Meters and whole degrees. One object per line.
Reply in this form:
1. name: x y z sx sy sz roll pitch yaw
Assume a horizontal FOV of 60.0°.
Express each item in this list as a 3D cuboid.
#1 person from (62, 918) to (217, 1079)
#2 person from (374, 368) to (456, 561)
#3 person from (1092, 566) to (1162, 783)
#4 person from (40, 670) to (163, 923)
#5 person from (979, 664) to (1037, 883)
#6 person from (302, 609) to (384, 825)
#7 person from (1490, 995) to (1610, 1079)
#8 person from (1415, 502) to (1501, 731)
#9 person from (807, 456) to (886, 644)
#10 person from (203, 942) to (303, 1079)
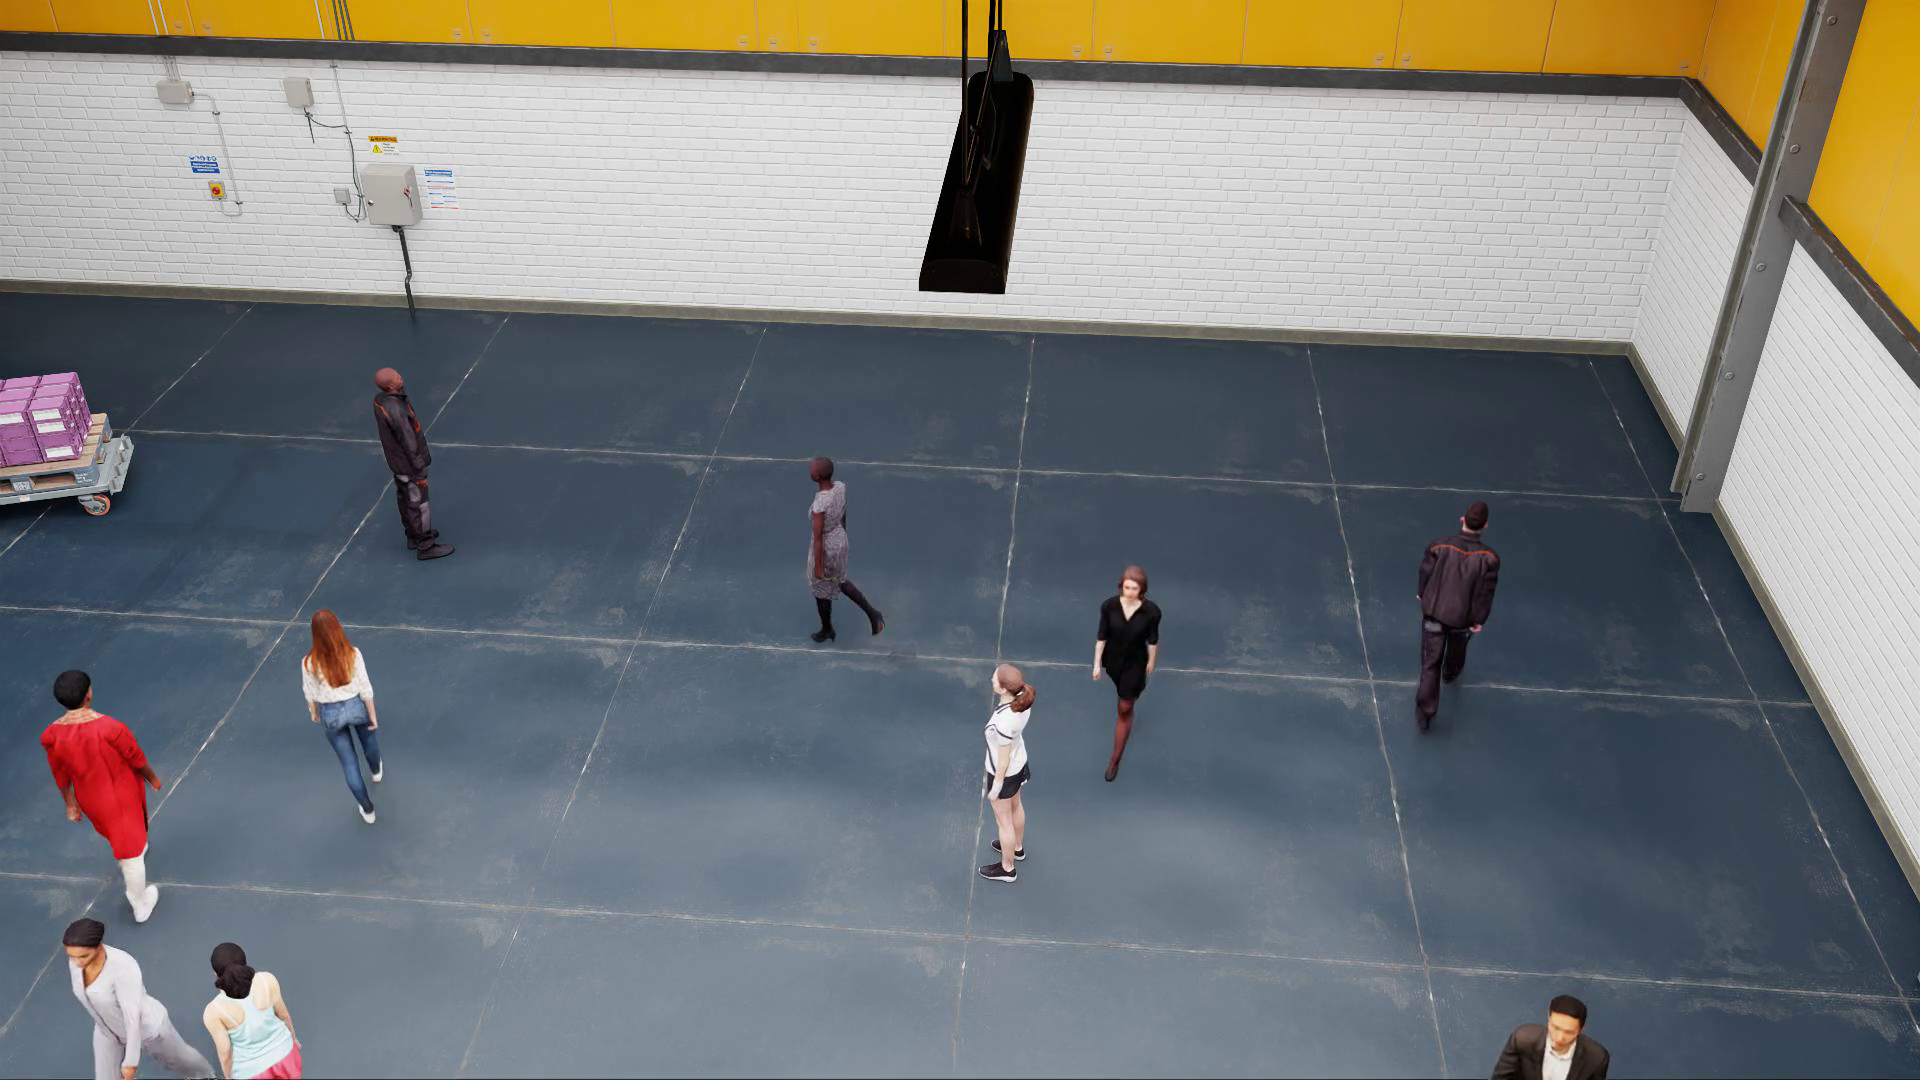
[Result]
1. person: -4.630 2.700 9.420 0.740 1.693 1.122 9 35 13
2. person: -4.803 -0.680 14.385 0.848 1.826 0.782 -24 40 -31
3. person: 1.221 0.863 12.226 0.773 1.647 1.147 10 35 15
4. person: -5.531 1.715 10.756 0.750 1.855 0.983 0 34 -1
5. person: 0.319 1.539 11.113 0.683 1.752 0.580 12 35 17
6. person: -4.261 1.266 11.566 0.870 1.705 1.021 -16 37 -22
7. person: 3.118 2.999 8.885 0.865 1.787 0.934 14 36 19
8. person: 3.670 0.585 12.498 0.897 1.808 1.268 10 35 14
9. person: -0.953 0.147 13.190 0.847 1.772 0.928 13 36 19
10. person: -3.823 2.856 9.121 0.750 1.764 0.669 27 42 34
